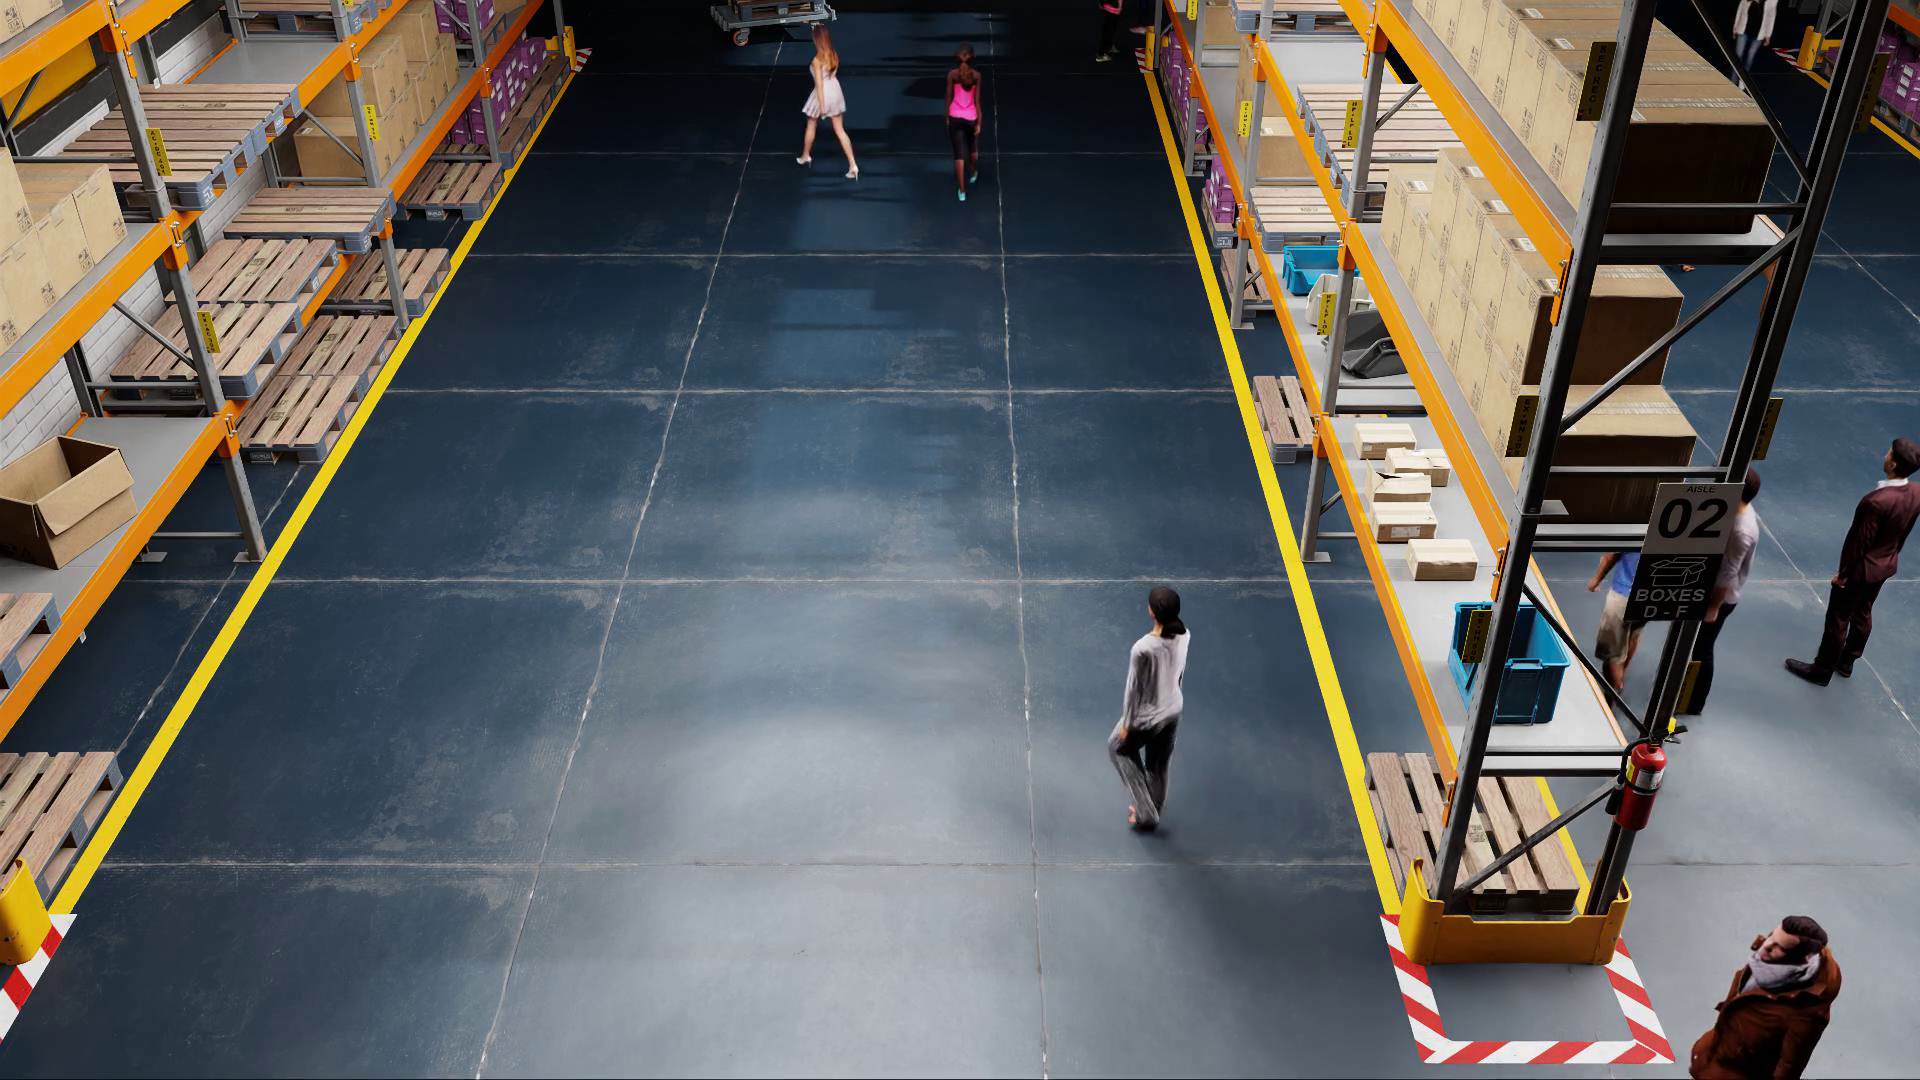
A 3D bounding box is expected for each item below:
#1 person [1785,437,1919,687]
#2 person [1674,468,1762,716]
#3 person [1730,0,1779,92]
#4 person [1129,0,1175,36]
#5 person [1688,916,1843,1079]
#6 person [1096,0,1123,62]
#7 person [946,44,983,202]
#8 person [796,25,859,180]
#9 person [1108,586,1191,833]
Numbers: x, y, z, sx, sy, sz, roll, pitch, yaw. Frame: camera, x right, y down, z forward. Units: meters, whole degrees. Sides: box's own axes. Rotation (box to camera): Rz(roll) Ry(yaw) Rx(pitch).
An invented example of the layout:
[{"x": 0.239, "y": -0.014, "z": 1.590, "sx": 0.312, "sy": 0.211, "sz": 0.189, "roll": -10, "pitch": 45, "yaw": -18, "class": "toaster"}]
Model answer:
[{"x": 6.070, "y": 0.157, "z": 11.125, "sx": 0.778, "sy": 1.865, "sz": 0.768, "roll": -16, "pitch": 37, "yaw": -22, "class": "person"}, {"x": 4.965, "y": 0.329, "z": 10.891, "sx": 0.763, "sy": 1.839, "sz": 0.568, "roll": 7, "pitch": 34, "yaw": 11, "class": "person"}, {"x": 10.245, "y": -6.574, "z": 21.491, "sx": 0.918, "sy": 1.600, "sz": 1.131, "roll": 14, "pitch": 36, "yaw": 20, "class": "person"}, {"x": 2.779, "y": -7.948, "z": 23.456, "sx": 0.944, "sy": 1.713, "sz": 1.001, "roll": 18, "pitch": 38, "yaw": 25, "class": "person"}, {"x": 3.721, "y": 2.428, "z": 7.747, "sx": 0.808, "sy": 1.823, "sz": 0.858, "roll": 2, "pitch": 34, "yaw": 4, "class": "person"}, {"x": 2.015, "y": -7.312, "z": 22.667, "sx": 0.789, "sy": 1.527, "sz": 0.762, "roll": -17, "pitch": 37, "yaw": -24, "class": "person"}, {"x": 0.035, "y": -4.603, "z": 18.443, "sx": 0.548, "sy": 1.692, "sz": 0.944, "roll": -1, "pitch": 34, "yaw": -2, "class": "person"}, {"x": -1.433, "y": -4.921, "z": 18.905, "sx": 1.114, "sy": 1.710, "sz": 1.095, "roll": 26, "pitch": 42, "yaw": 34, "class": "person"}, {"x": 1.195, "y": 1.073, "z": 9.840, "sx": 0.738, "sy": 1.763, "sz": 0.771, "roll": -18, "pitch": 38, "yaw": -25, "class": "person"}]
